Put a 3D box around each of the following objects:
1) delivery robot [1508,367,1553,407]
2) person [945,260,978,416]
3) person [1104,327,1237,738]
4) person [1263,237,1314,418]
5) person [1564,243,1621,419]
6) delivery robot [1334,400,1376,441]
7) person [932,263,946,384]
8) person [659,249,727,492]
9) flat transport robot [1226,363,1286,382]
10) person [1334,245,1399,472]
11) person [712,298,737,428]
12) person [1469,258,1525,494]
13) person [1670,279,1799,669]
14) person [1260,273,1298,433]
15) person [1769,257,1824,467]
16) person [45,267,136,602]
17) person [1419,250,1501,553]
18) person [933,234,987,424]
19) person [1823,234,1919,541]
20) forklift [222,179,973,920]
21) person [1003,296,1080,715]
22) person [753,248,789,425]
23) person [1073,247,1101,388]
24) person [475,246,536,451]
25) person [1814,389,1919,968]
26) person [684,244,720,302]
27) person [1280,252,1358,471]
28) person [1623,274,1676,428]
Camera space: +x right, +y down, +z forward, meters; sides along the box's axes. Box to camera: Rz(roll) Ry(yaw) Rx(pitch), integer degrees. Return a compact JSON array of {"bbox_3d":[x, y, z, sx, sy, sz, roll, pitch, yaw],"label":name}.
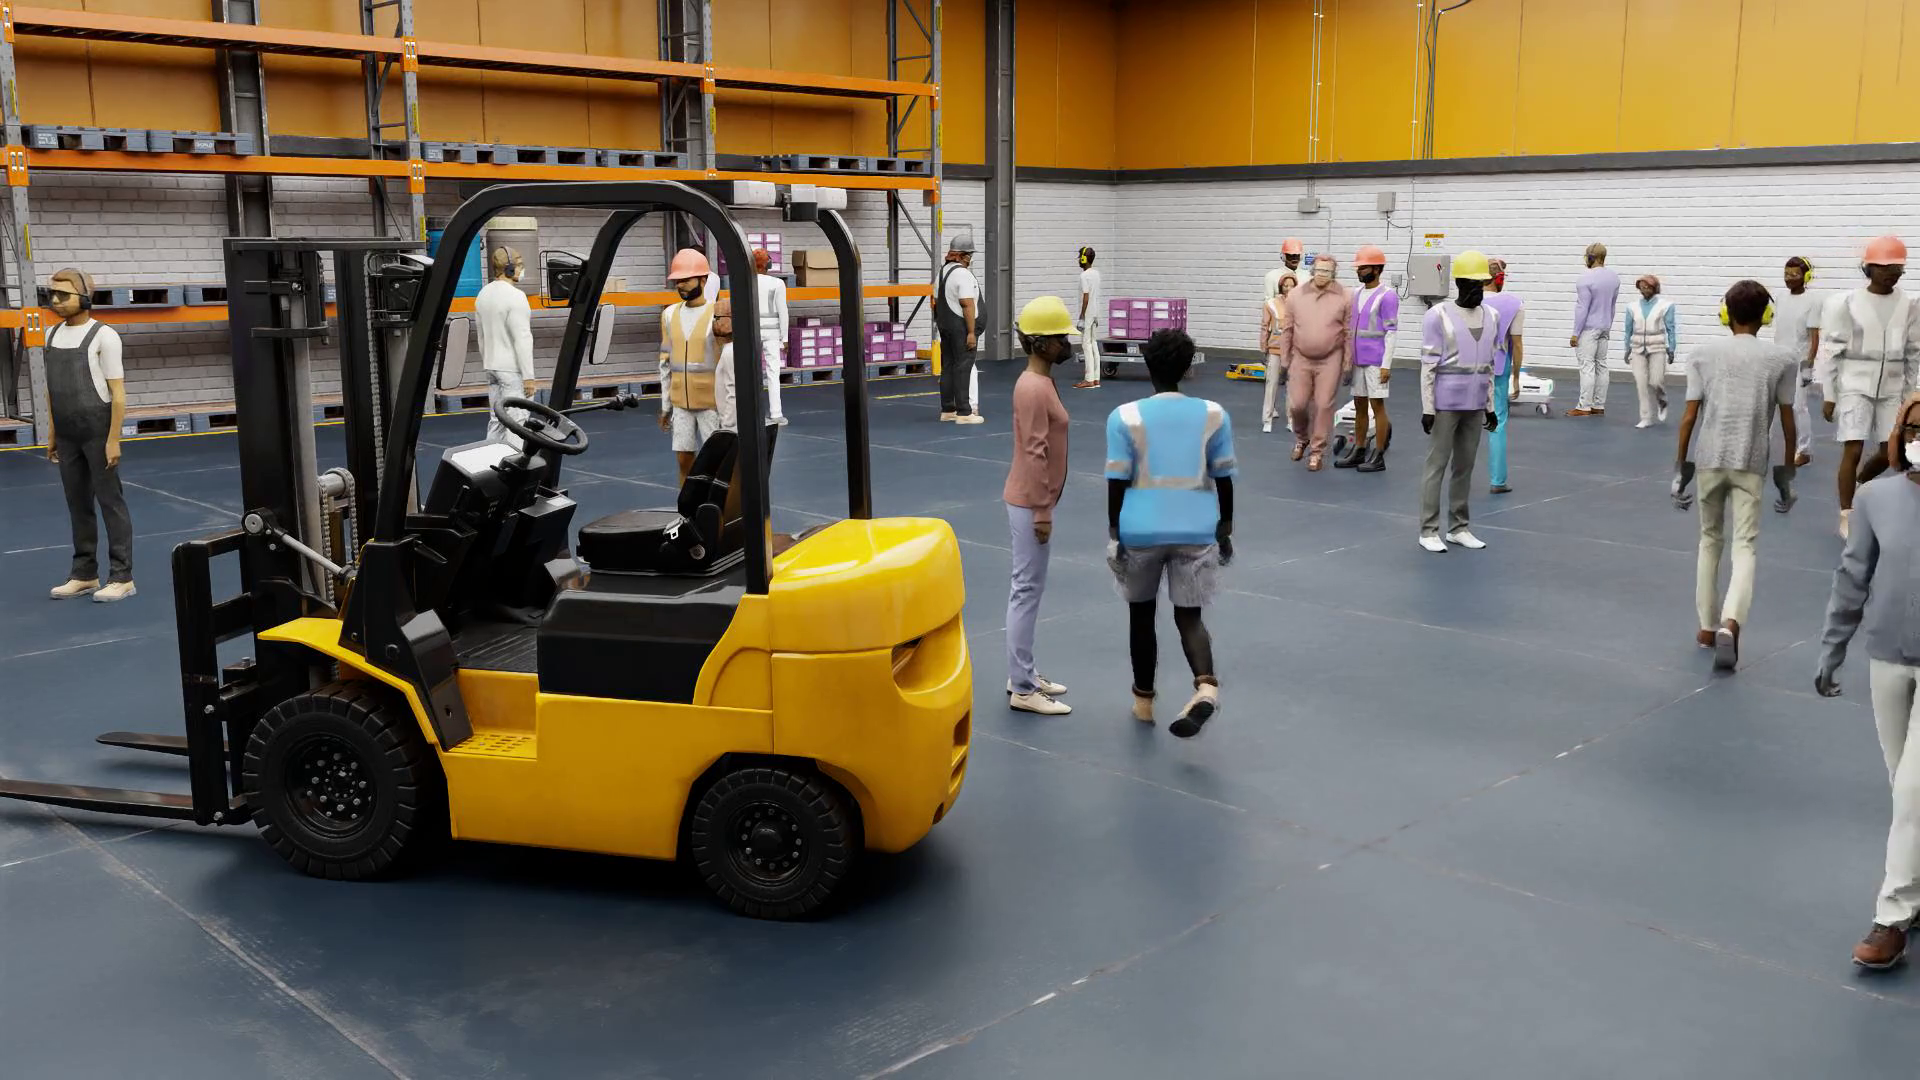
[{"bbox_3d":[6.242,-1.693,18.574,0.707,0.478,0.477,3,11,15],"label":"delivery robot"},{"bbox_3d":[-0.006,-2.289,18.631,0.431,1.833,0.643,-4,11,-21],"label":"person"},{"bbox_3d":[0.858,-0.014,6.646,0.557,1.661,0.673,-1,10,-4],"label":"person"},{"bbox_3d":[3.659,-2.353,18.500,0.612,1.994,0.395,-3,11,-15],"label":"person"},{"bbox_3d":[7.008,-2.314,18.441,0.632,1.940,0.372,-7,12,-33],"label":"person"},{"bbox_3d":[3.736,-1.139,15.551,0.477,0.478,0.707,5,11,24],"label":"delivery robot"},{"bbox_3d":[-0.120,-2.967,22.658,0.542,1.697,0.316,-3,11,-13],"label":"person"},{"bbox_3d":[-1.690,-0.886,10.659,0.552,1.934,0.373,4,11,22],"label":"person"},{"bbox_3d":[4.420,-2.311,22.974,0.652,0.197,1.431,-7,13,-35],"label":"flat transport robot"},{"bbox_3d":[3.498,-1.549,14.269,0.374,1.939,0.545,-5,11,-23],"label":"person"},{"bbox_3d":[-1.429,-0.709,10.522,0.279,1.633,0.505,0,10,0],"label":"person"},{"bbox_3d":[4.113,-1.279,13.062,0.564,1.842,0.392,6,12,29],"label":"person"},{"bbox_3d":[3.678,-0.320,7.908,0.547,1.830,0.826,6,12,29],"label":"person"},{"bbox_3d":[3.335,-1.915,17.086,0.523,1.636,0.310,0,10,-2],"label":"person"},{"bbox_3d":[7.171,-1.524,14.422,0.806,1.831,0.554,-5,11,-24],"label":"person"},{"bbox_3d":[-4.847,-0.575,9.210,0.507,1.847,0.346,3,11,17],"label":"person"},{"bbox_3d":[3.220,-0.885,10.678,0.590,1.926,0.388,-4,11,-23],"label":"person"},{"bbox_3d":[0.033,-2.285,18.006,0.536,2.000,0.688,-5,12,-27],"label":"person"},{"bbox_3d":[6.029,-1.004,11.067,0.618,2.031,0.598,1,10,4],"label":"person"},{"bbox_3d":[-1.114,-0.058,5.440,2.313,2.155,1.214,2,11,13],"label":"forklift"},{"bbox_3d":[0.345,-0.151,7.114,0.320,1.769,0.523,1,10,3],"label":"person"},{"bbox_3d":[-2.091,-2.147,17.682,0.577,1.884,0.353,2,11,12],"label":"person"},{"bbox_3d":[1.694,-2.946,22.095,0.309,1.863,0.535,5,12,27],"label":"person"},{"bbox_3d":[-3.454,-1.272,12.757,0.627,1.941,0.371,10,14,44],"label":"person"},{"bbox_3d":[2.638,0.374,4.655,0.700,1.607,0.532,-6,12,-28],"label":"person"},{"bbox_3d":[-2.945,-2.405,18.993,0.373,1.917,0.595,6,12,30],"label":"person"},{"bbox_3d":[3.092,-1.538,14.383,0.665,1.882,0.476,4,11,22],"label":"person"},{"bbox_3d":[7.292,-1.988,17.544,0.522,1.620,0.451,9,14,41],"label":"person"}]
